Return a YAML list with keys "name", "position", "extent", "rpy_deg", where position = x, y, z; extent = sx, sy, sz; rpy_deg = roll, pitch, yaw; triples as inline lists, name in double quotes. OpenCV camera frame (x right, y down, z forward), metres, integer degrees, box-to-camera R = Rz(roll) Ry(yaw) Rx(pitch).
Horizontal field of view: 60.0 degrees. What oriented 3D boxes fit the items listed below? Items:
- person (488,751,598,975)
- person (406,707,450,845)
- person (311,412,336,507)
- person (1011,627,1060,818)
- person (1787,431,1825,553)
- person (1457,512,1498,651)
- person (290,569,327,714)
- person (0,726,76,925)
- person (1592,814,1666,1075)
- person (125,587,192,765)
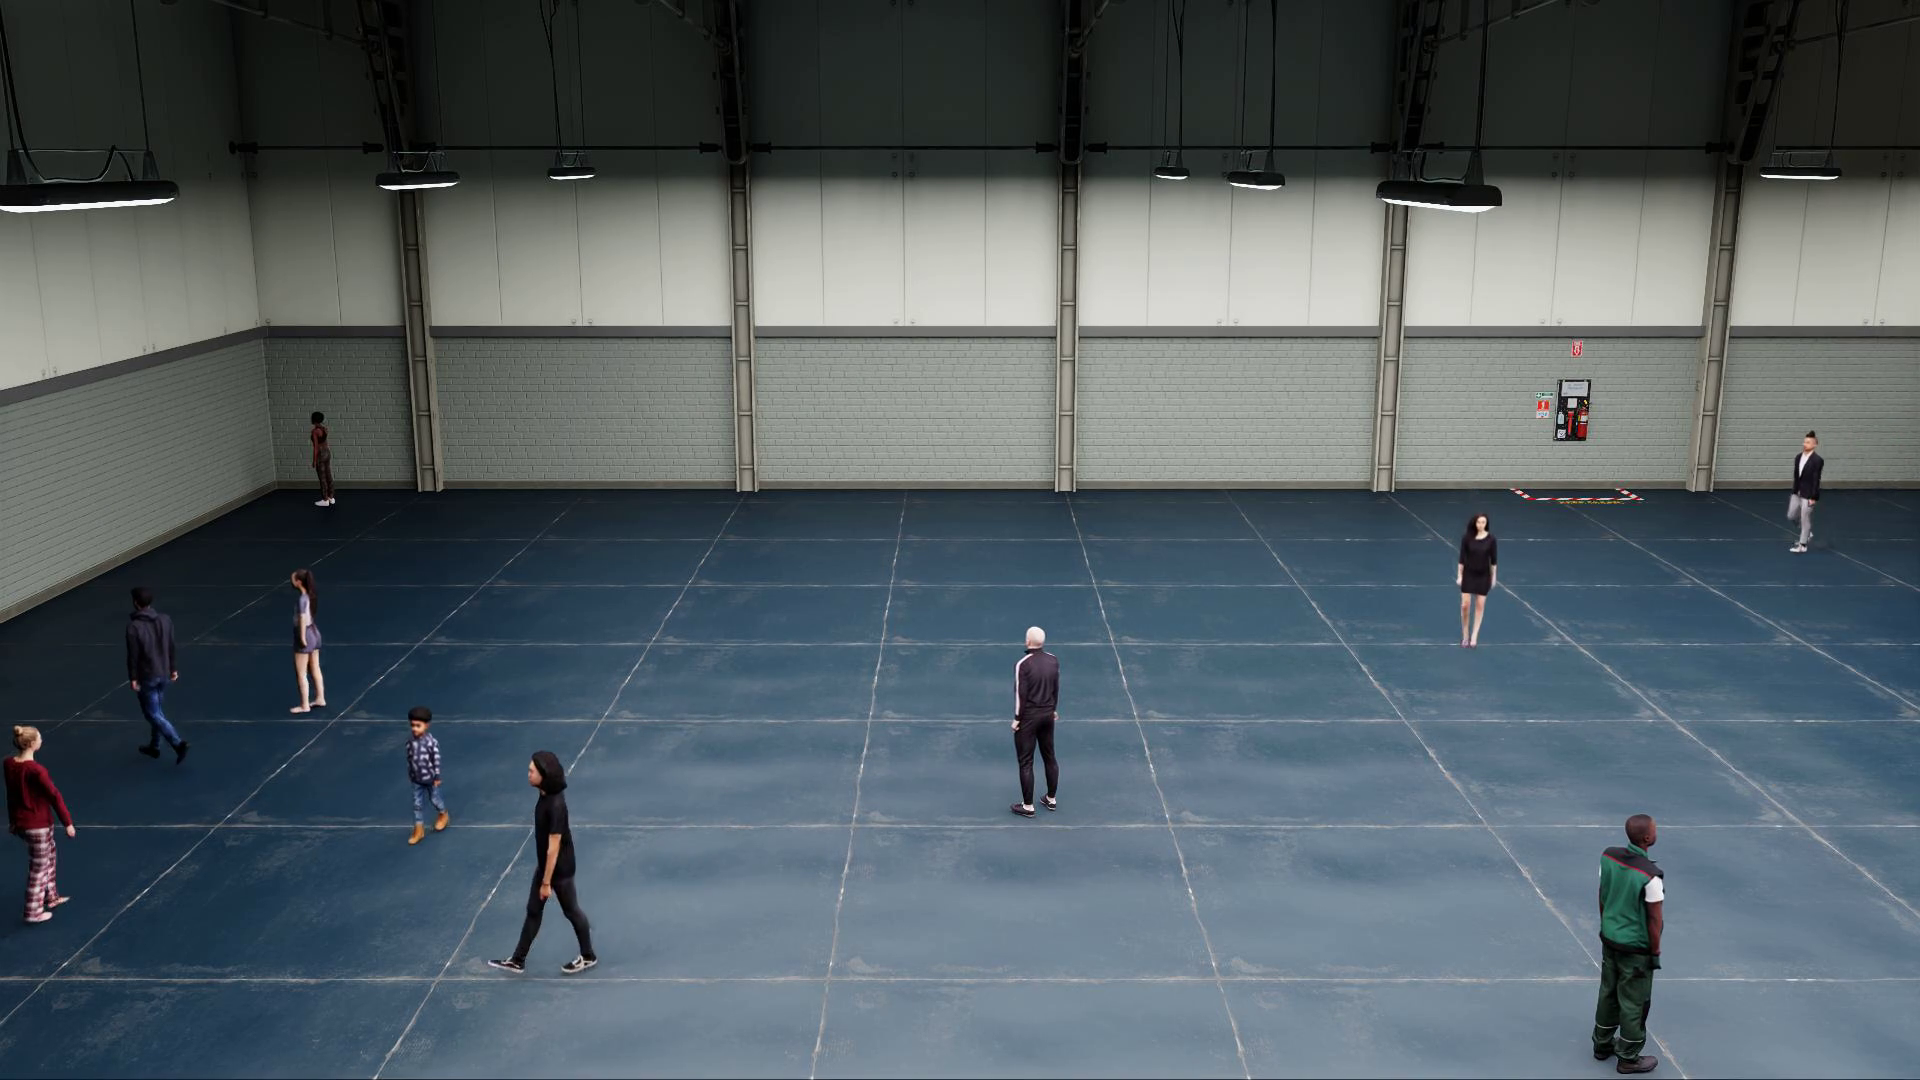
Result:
- name: "person"
  position: [-2.999, 2.464, 12.703]
  extent: [1.157, 1.809, 0.969]
  rpy_deg: [-7, 15, -27]
- name: "person"
  position: [-4.916, 2.140, 15.381]
  extent: [0.752, 1.232, 0.636]
  rpy_deg: [2, 13, 10]
- name: "person"
  position: [-11.507, -1.477, 29.966]
  extent: [0.578, 1.699, 0.619]
  rpy_deg: [3, 13, 12]
- name: "person"
  position: [0.725, 1.719, 15.861]
  extent: [0.733, 1.836, 0.835]
  rpy_deg: [-9, 16, -35]
- name: "person"
  position: [13.478, -0.765, 26.348]
  extent: [0.865, 1.943, 0.829]
  rpy_deg: [-4, 14, -18]
- name: "person"
  position: [6.583, 0.503, 21.209]
  extent: [0.638, 1.793, 0.750]
  rpy_deg: [3, 13, 14]
- name: "person"
  position: [-7.338, 1.124, 18.857]
  extent: [0.590, 1.644, 0.602]
  rpy_deg: [0, 13, 1]
- name: "person"
  position: [-7.605, 2.331, 13.536]
  extent: [0.784, 1.691, 0.860]
  rpy_deg: [6, 14, 24]
- name: "person"
  position: [4.590, 2.747, 11.413]
  extent: [0.761, 1.840, 0.774]
  rpy_deg: [-6, 14, -24]
- name: "person"
  position: [-8.250, 1.416, 17.099]
  extent: [1.228, 1.868, 1.015]
  rpy_deg: [7, 15, 27]
